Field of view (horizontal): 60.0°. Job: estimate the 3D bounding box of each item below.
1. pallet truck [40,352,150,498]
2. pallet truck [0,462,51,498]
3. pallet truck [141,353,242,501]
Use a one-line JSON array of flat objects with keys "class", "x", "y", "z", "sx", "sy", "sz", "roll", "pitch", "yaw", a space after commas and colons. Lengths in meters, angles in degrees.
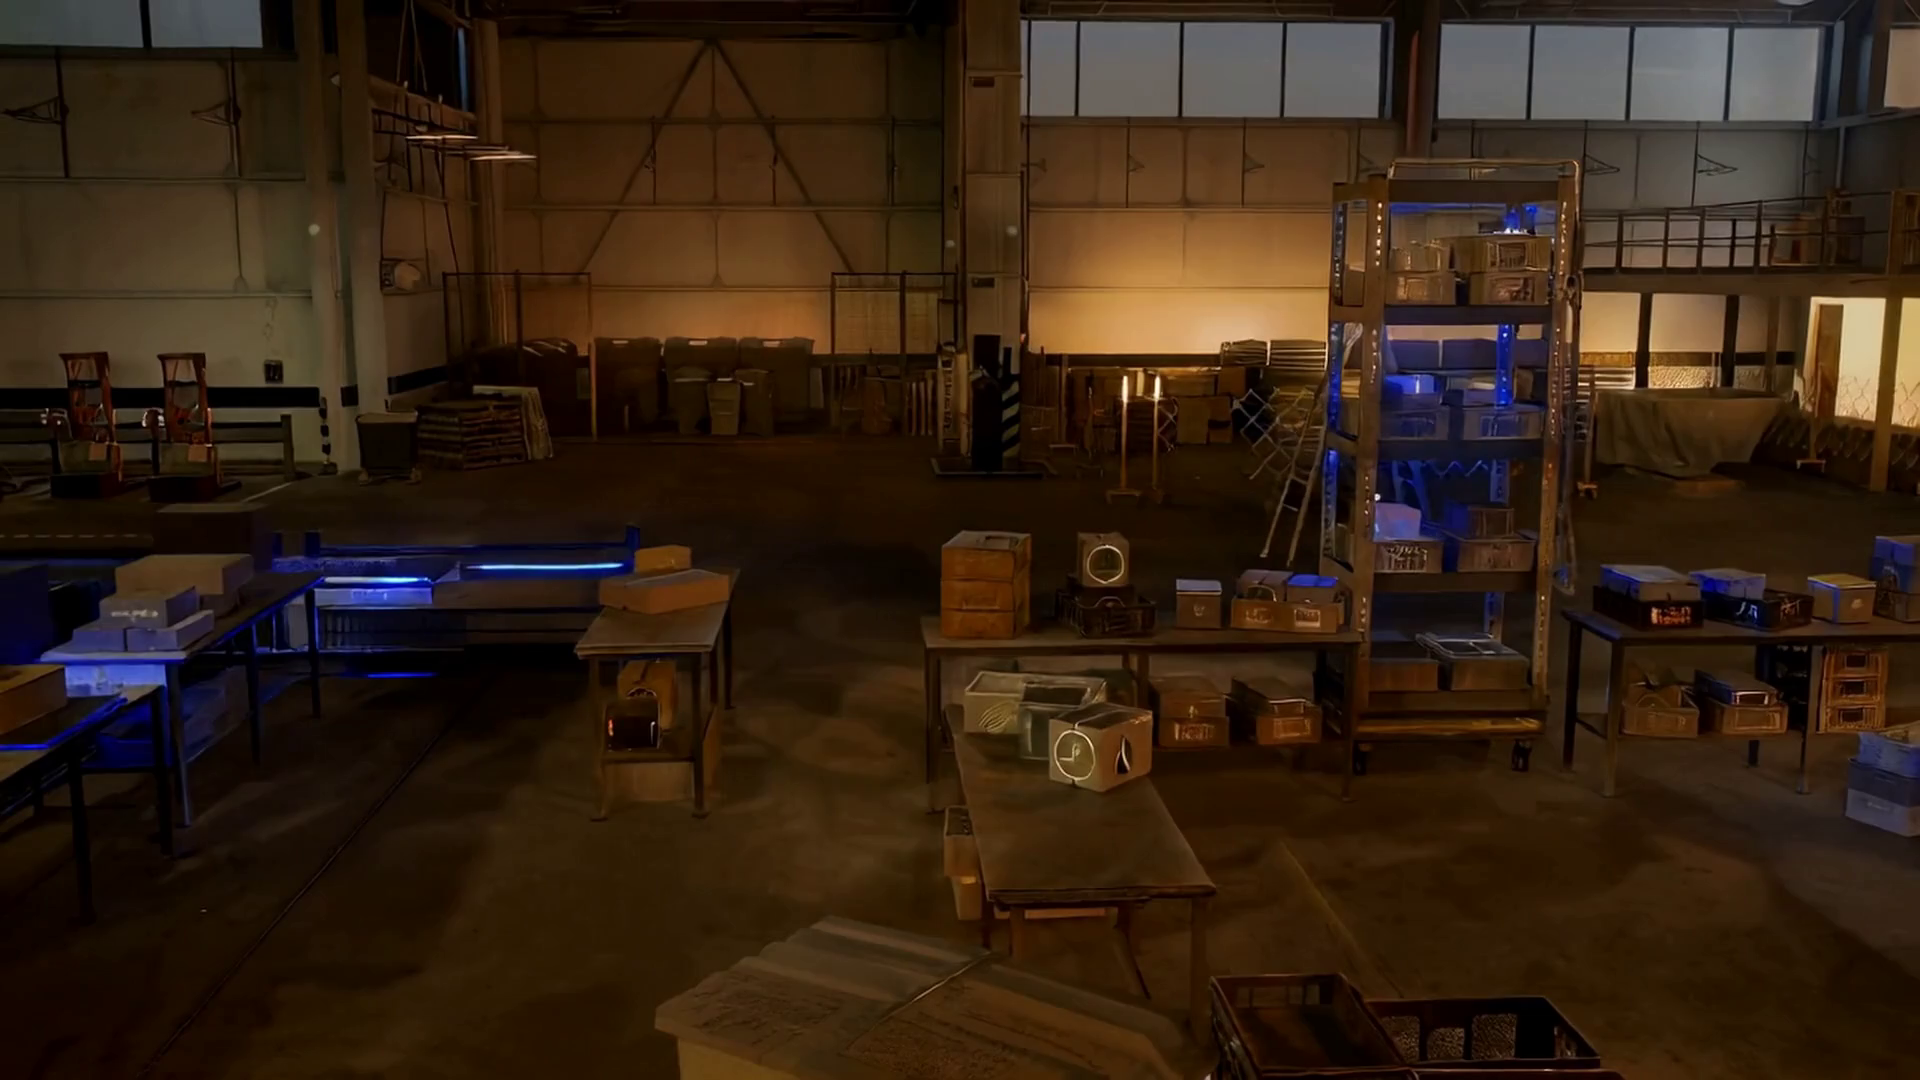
[{"class": "pallet truck", "x": -11.907, "y": -1.642, "z": 23.165, "sx": 0.823, "sy": 1.965, "sz": 1.885, "roll": 0, "pitch": 9, "yaw": 0}, {"class": "pallet truck", "x": -13.193, "y": -1.293, "z": 23.148, "sx": 0.653, "sy": 1.274, "sz": 1.630, "roll": -1, "pitch": 9, "yaw": -4}, {"class": "pallet truck", "x": -10.520, "y": -1.604, "z": 22.925, "sx": 0.823, "sy": 1.965, "sz": 1.885, "roll": -1, "pitch": 9, "yaw": -6}]
